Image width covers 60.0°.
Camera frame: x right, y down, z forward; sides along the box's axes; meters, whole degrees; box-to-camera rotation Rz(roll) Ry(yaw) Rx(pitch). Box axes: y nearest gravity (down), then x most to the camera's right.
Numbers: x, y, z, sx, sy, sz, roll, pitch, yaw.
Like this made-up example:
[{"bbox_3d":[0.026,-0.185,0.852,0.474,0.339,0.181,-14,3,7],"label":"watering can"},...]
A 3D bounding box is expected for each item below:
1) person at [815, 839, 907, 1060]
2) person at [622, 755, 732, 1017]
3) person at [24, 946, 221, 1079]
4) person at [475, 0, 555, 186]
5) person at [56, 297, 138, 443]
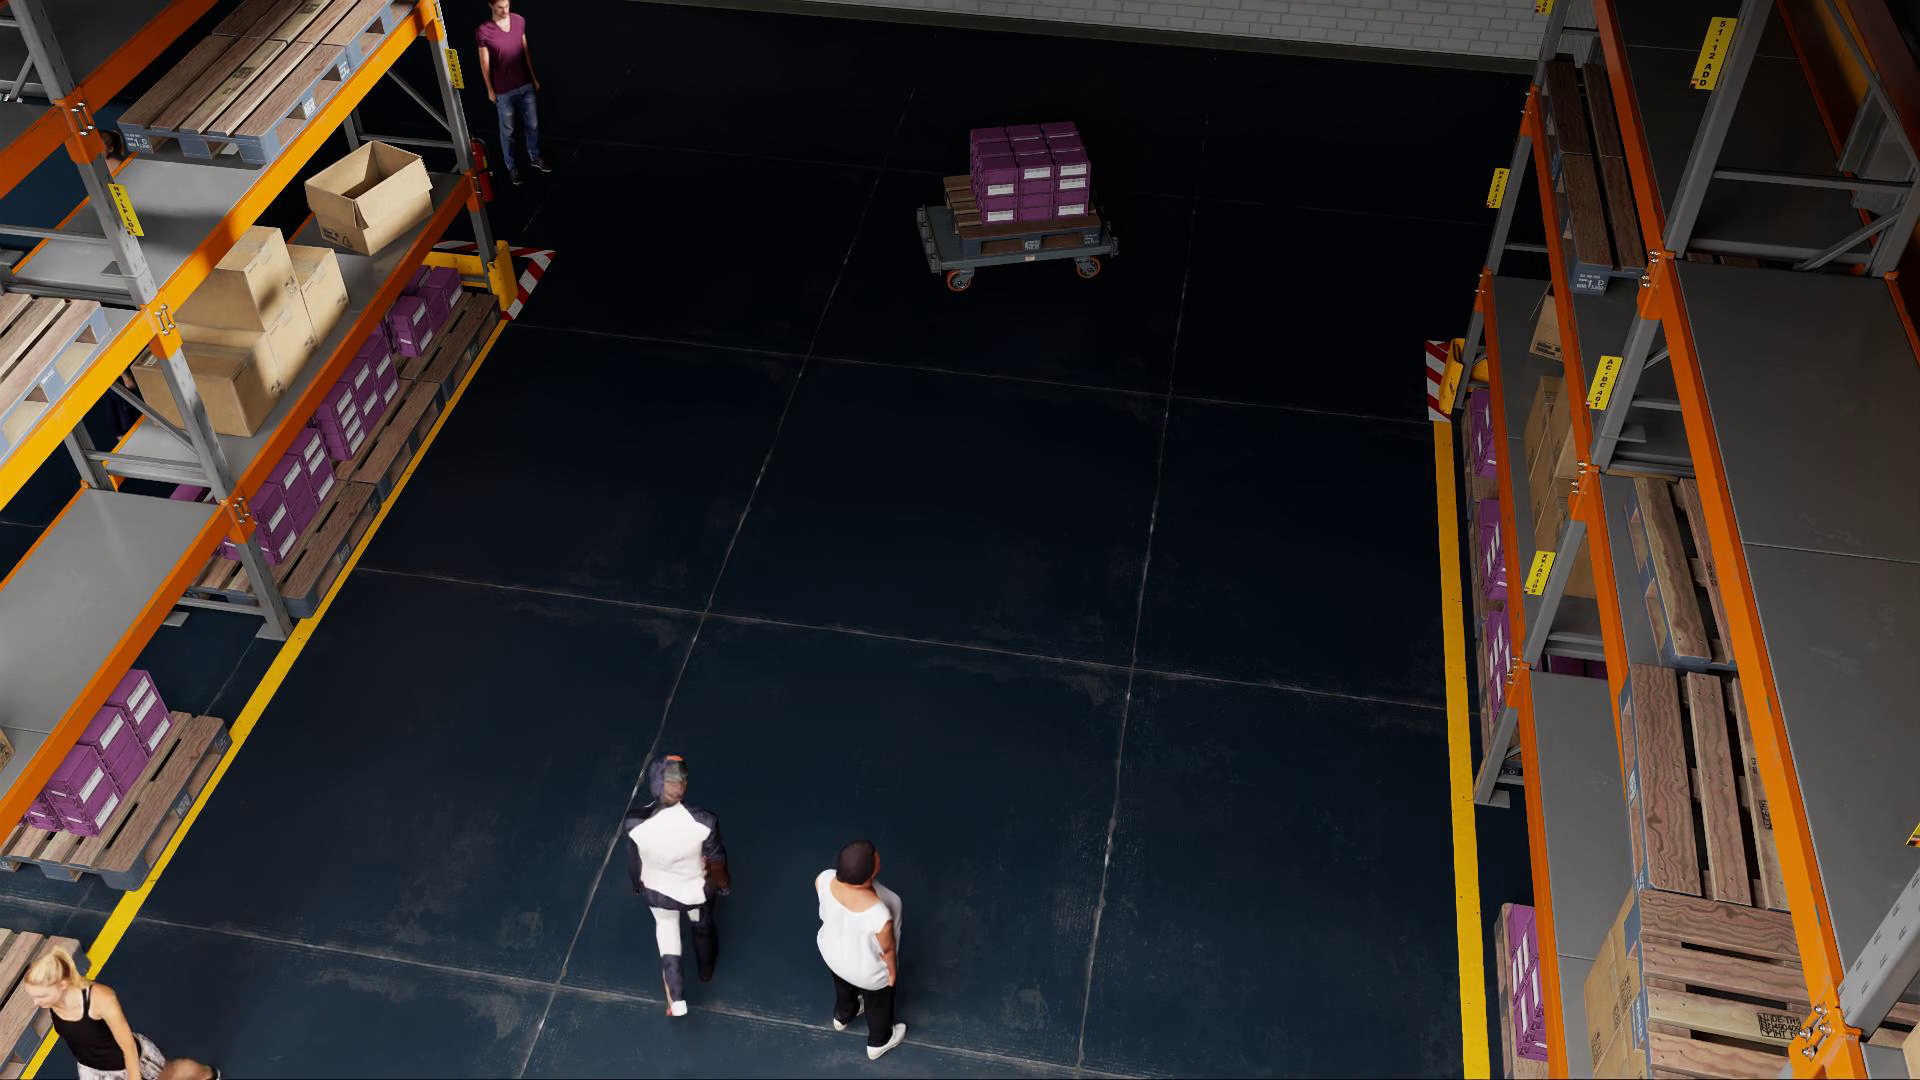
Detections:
[{"bbox_3d":[-0.517,2.127,8.734,0.755,1.686,0.773,29,51,27],"label":"person"},{"bbox_3d":[-1.496,1.896,8.838,0.828,1.878,0.994,-3,44,-3],"label":"person"},{"bbox_3d":[-4.121,2.510,8.254,0.631,1.794,1.177,5,44,5],"label":"person"},{"bbox_3d":[-4.114,-4.198,15.256,0.708,1.848,0.797,-31,52,-29],"label":"person"},{"bbox_3d":[-6.335,-1.285,12.305,0.687,1.701,0.692,29,51,27],"label":"person"}]
